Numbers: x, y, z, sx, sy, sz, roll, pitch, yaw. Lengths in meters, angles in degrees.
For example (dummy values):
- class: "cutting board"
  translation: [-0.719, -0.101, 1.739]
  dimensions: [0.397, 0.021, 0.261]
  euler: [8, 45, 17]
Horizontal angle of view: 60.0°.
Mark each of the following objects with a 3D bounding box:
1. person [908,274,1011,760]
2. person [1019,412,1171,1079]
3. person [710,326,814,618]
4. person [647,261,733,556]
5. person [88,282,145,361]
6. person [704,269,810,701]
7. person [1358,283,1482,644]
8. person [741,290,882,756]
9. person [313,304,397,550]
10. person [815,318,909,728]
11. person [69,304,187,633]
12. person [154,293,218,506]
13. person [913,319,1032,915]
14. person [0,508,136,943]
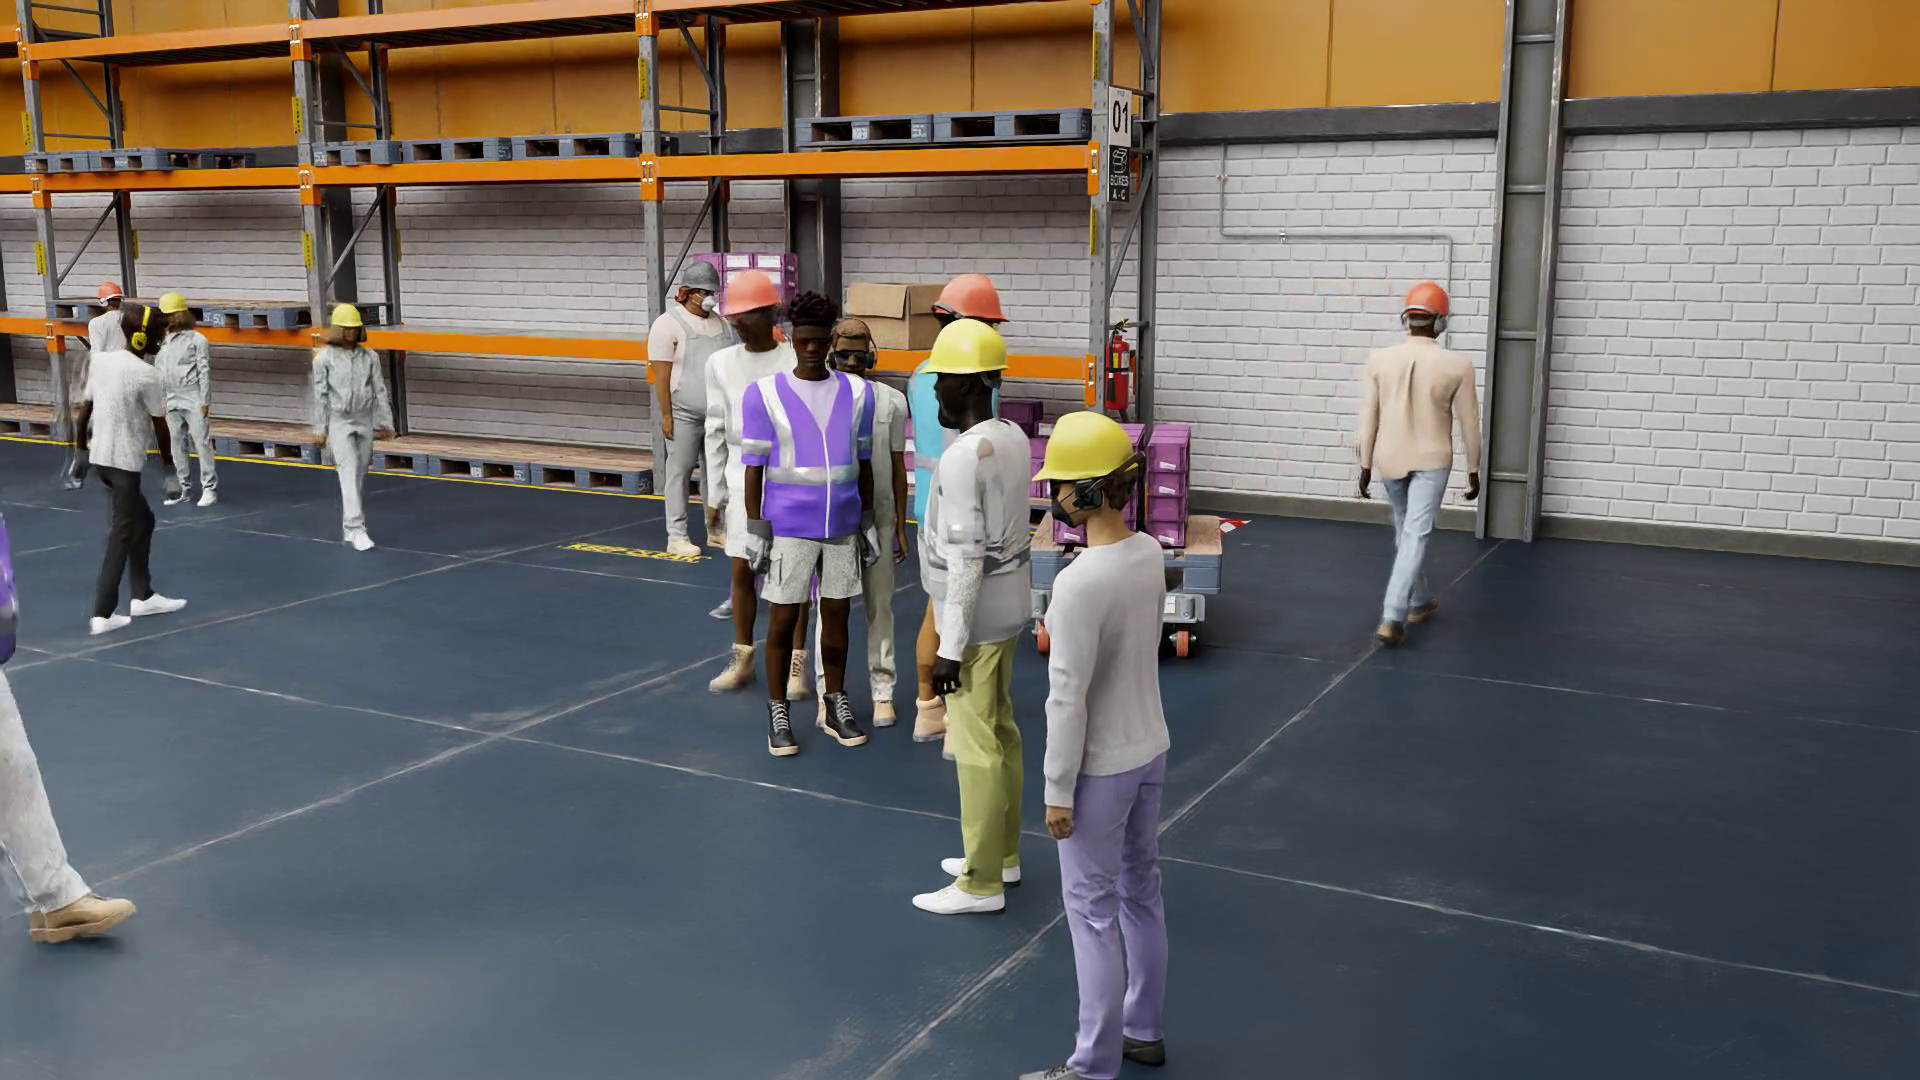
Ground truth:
- class: "person"
  translation: [0.018, -0.097, 7.034]
  dimensions: [0.410, 2.035, 0.614]
  euler: [-5, 12, -28]
- class: "person"
  translation: [0.346, 0.554, 4.216]
  dimensions: [0.342, 1.761, 0.526]
  euler: [6, 12, 31]
- class: "person"
  translation: [-1.108, -0.372, 9.447]
  dimensions: [0.620, 1.694, 0.774]
  euler: [9, 14, 40]
- class: "person"
  translation: [-1.780, -0.915, 11.487]
  dimensions: [0.535, 2.000, 0.680]
  euler: [9, 14, 42]
- class: "person"
  translation: [-8.203, -1.631, 16.199]
  dimensions: [0.324, 1.752, 0.562]
  euler: [5, 12, 27]
- class: "person"
  translation: [-0.922, -0.245, 7.856]
  dimensions: [0.659, 2.028, 0.415]
  euler: [3, 11, 15]
- class: "person"
  translation: [2.512, -0.429, 9.107]
  dimensions: [0.641, 1.944, 1.039]
  euler: [7, 13, 35]
- class: "person"
  translation: [-0.624, -0.071, 7.069]
  dimensions: [0.614, 1.963, 0.361]
  euler: [-5, 12, -26]
- class: "person"
  translation: [-4.209, -0.785, 11.677]
  dimensions: [0.767, 1.717, 0.491]
  euler: [8, 13, 38]
- class: "person"
  translation: [-0.476, -0.066, 7.409]
  dimensions: [0.501, 1.838, 0.341]
  euler: [-2, 11, -10]
- class: "person"
  translation: [-4.626, -0.408, 9.329]
  dimensions: [0.609, 1.816, 0.700]
  euler: [6, 12, 30]
- class: "person"
  translation: [-6.338, -1.137, 13.544]
  dimensions: [0.486, 1.737, 0.314]
  euler: [2, 11, 10]
- class: "person"
  translation: [0.040, 0.254, 5.389]
  dimensions: [0.366, 1.926, 0.593]
  euler: [3, 11, 17]
- class: "person"
  translation: [-2.979, 0.408, 4.914]
  dimensions: [0.939, 1.789, 0.651]
  euler: [-2, 11, -11]
